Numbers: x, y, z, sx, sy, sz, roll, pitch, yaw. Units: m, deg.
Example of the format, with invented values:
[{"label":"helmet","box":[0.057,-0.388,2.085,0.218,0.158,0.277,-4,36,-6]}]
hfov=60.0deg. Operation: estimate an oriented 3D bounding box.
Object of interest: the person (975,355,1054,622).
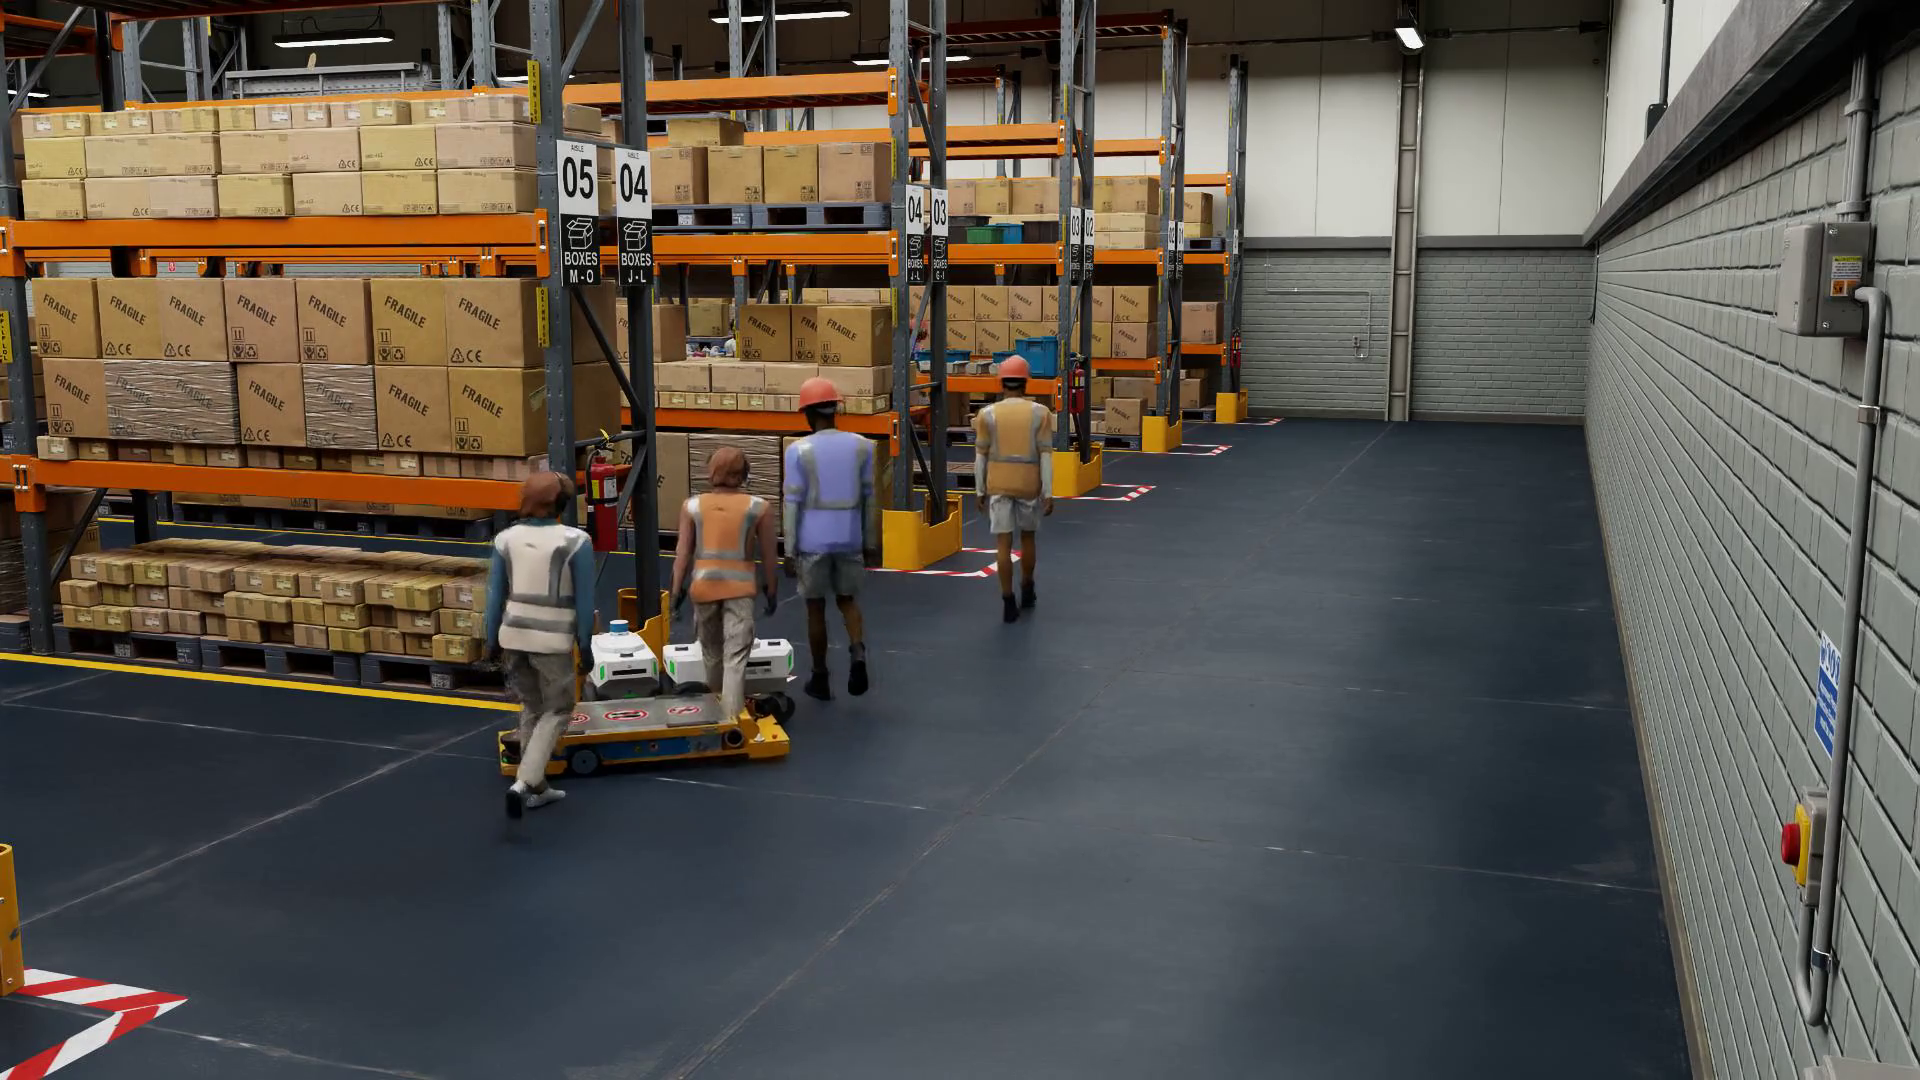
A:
[{"label":"person","box":[0.402,-0.399,12.232,0.575,1.900,0.902,1,9,4]}]

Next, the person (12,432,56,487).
[{"label":"person","box":[-7.773,-0.677,14.124,0.529,1.852,0.564,5,11,31]}]

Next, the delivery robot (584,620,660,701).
[{"label":"delivery robot","box":[-1.907,0.692,9.332,0.477,0.478,0.707,-3,10,-19]}]

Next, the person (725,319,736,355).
[{"label":"person","box":[-3.192,-2.260,23.968,0.313,1.866,0.539,3,10,19]}]

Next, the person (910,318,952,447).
[{"label":"person","box":[-0.671,-2.238,23.812,1.033,1.888,0.554,2,9,12]}]

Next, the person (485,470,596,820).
[{"label":"person","box":[-1.949,0.493,7.557,0.532,1.610,0.567,3,10,21]}]

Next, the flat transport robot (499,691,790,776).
[{"label":"flat transport robot","box":[-1.649,0.992,8.636,1.431,0.197,0.652,-3,9,-16]}]

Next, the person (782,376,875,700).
[{"label":"person","box":[-0.739,0.015,9.658,0.604,1.909,0.620,-4,10,-26]}]

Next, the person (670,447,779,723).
[{"label":"person","box":[-1.250,0.299,8.898,0.546,1.579,0.886,1,9,5]}]

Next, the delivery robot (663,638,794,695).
[{"label":"delivery robot","box":[-1.295,0.695,9.313,0.707,0.478,0.477,-2,10,-15]}]
